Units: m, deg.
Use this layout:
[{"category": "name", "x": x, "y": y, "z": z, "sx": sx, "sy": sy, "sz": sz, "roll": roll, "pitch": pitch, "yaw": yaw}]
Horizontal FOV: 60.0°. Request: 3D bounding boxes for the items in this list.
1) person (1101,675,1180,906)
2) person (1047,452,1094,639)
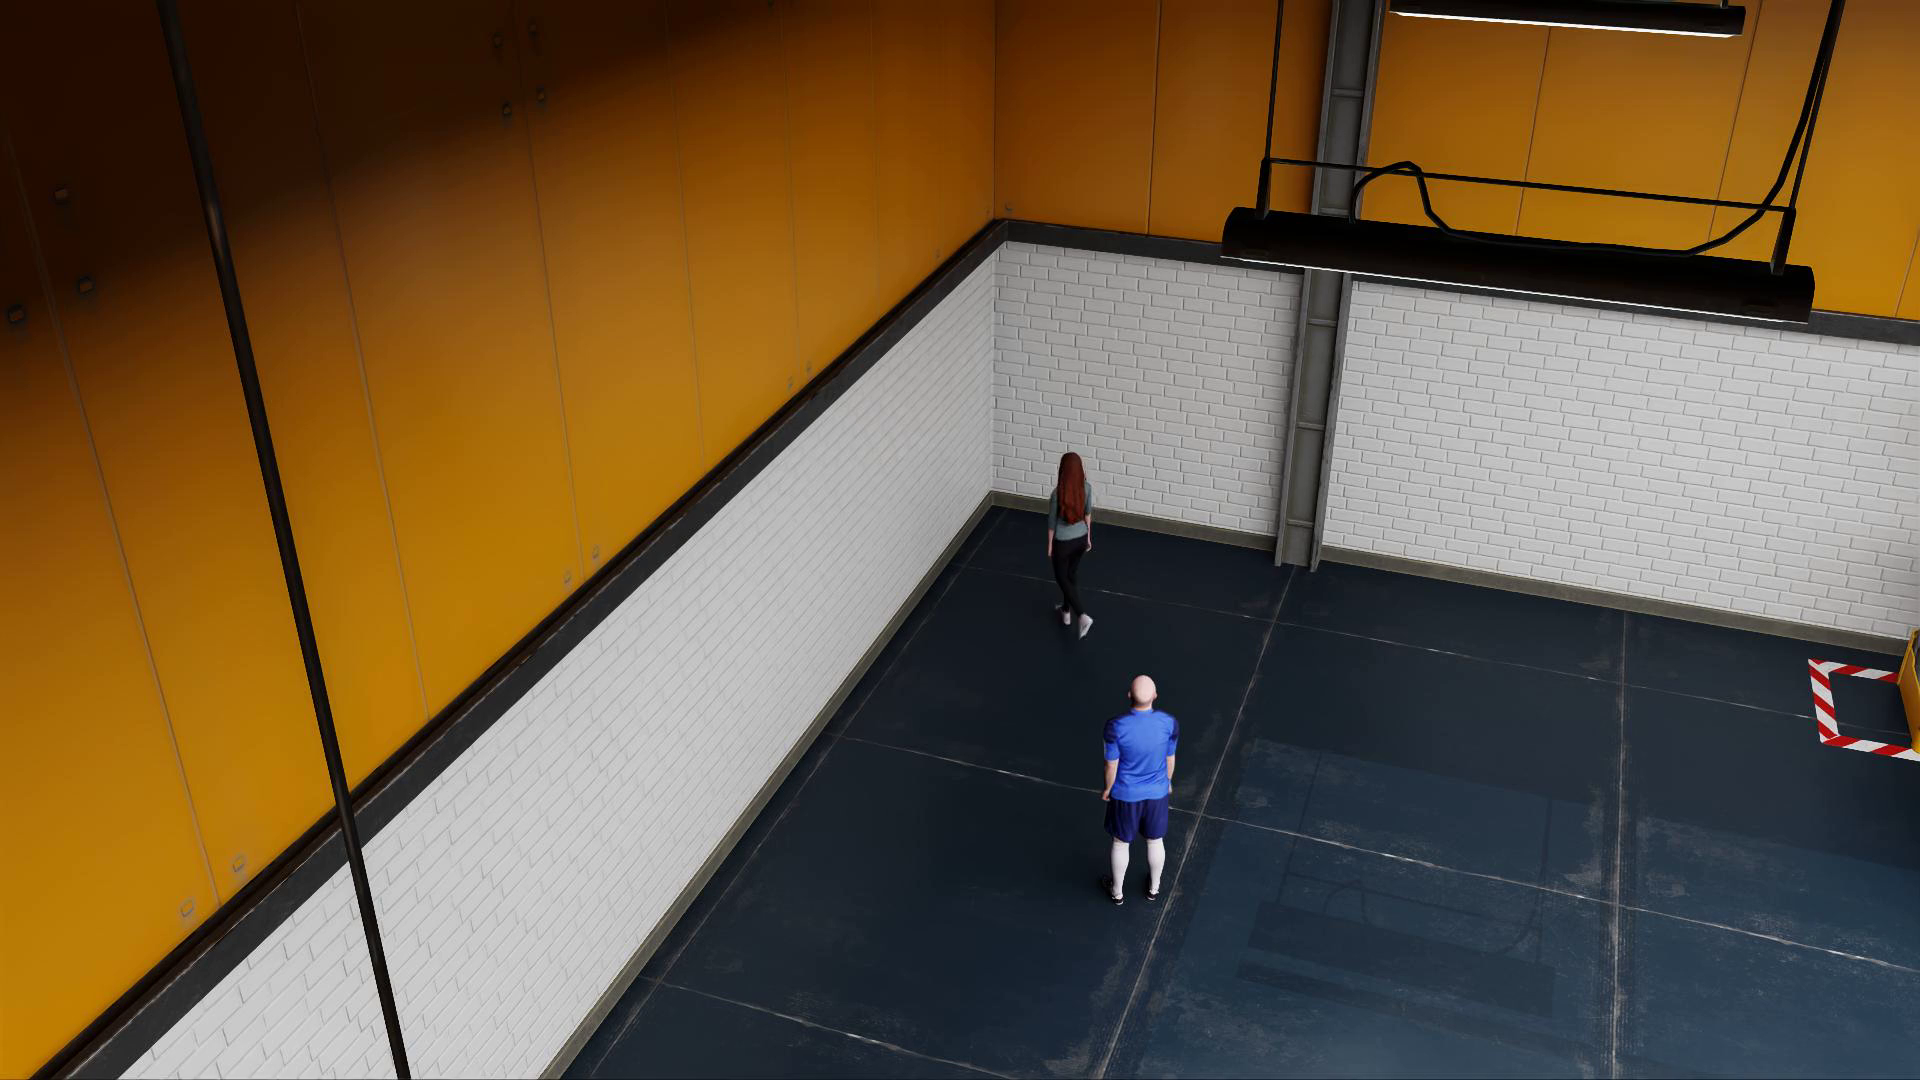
[{"category": "person", "x": 1.227, "y": 1.715, "z": 11.436, "sx": 0.678, "sy": 1.841, "sz": 0.813, "roll": -3, "pitch": 29, "yaw": -6}, {"category": "person", "x": 0.994, "y": 0.077, "z": 14.560, "sx": 0.980, "sy": 1.726, "sz": 1.034, "roll": -12, "pitch": 31, "yaw": -21}]
